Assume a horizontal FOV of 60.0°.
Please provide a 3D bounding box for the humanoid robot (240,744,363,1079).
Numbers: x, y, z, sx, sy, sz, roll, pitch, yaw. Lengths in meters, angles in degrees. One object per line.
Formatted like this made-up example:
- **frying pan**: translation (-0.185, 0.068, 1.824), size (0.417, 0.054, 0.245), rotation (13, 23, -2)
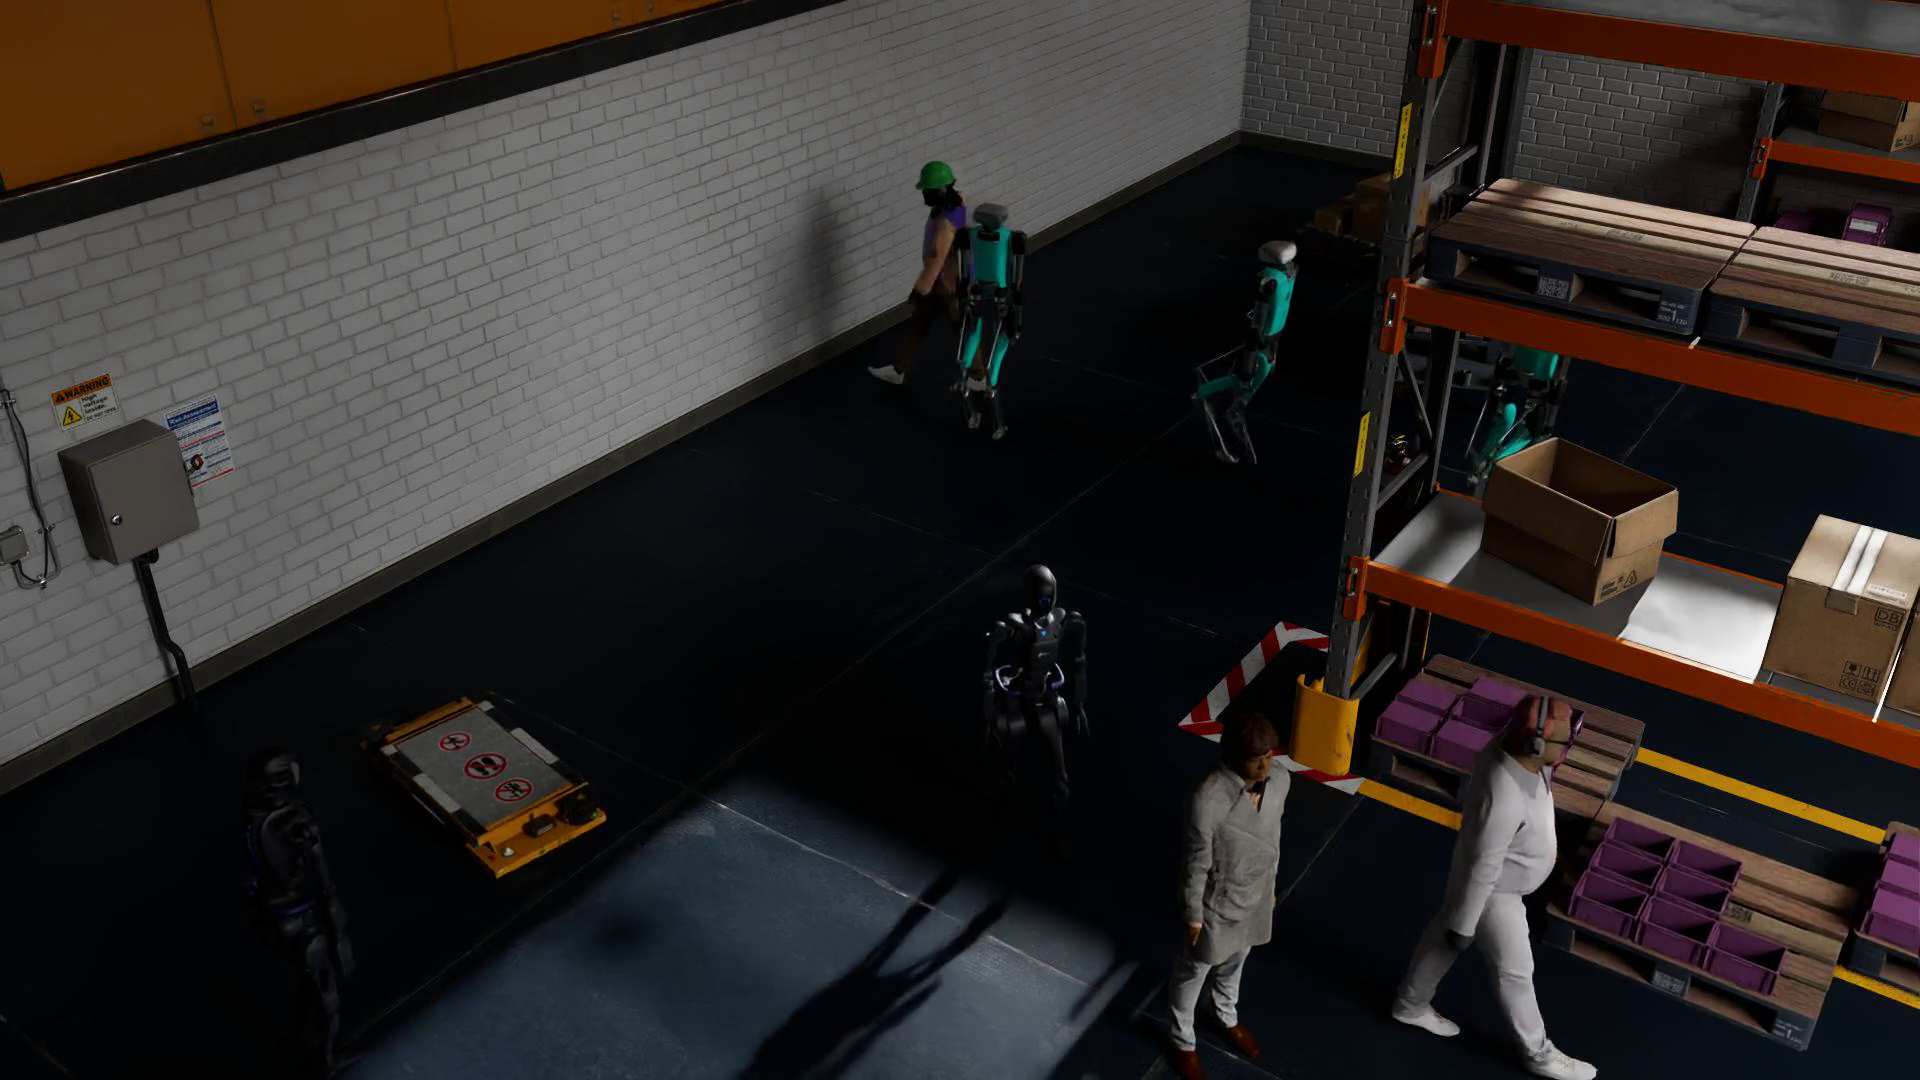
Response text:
- **humanoid robot**: translation (-2.769, 1.561, 6.927), size (0.589, 1.640, 0.351), rotation (18, 35, 29)

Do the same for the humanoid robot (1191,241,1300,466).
- **humanoid robot**: translation (1.952, -1.273, 11.837), size (0.747, 1.842, 0.540), rotation (18, 34, 28)

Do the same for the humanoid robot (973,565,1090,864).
- **humanoid robot**: translation (0.357, 0.839, 8.178), size (0.593, 1.640, 0.600), rotation (-9, 31, -15)

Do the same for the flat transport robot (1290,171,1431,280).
- **flat transport robot**: translation (3.904, -2.721, 15.760), size (0.659, 0.231, 1.431), rotation (-25, 38, -36)

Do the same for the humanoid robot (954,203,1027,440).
- **humanoid robot**: translation (0.167, -1.531, 12.199), size (0.536, 1.773, 0.687), rotation (9, 31, 15)

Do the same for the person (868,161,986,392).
- **person**: translation (-0.234, -2.003, 12.909), size (0.985, 1.878, 0.534), rotation (-6, 31, -11)

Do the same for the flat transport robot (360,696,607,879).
- **flat transport robot**: translation (-2.563, 1.258, 8.858), size (0.659, 0.231, 1.431), rotation (-26, 39, -37)

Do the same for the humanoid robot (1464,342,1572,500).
- **humanoid robot**: translation (3.488, -0.759, 10.903), size (0.948, 1.771, 0.544), rotation (-19, 35, -29)

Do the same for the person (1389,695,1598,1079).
- **person**: translation (2.343, 1.447, 6.927), size (0.948, 1.859, 0.671), rotation (10, 31, 17)

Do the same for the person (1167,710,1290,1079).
- **person**: translation (1.127, 1.473, 6.922), size (0.504, 1.831, 0.369), rotation (-16, 34, -25)
